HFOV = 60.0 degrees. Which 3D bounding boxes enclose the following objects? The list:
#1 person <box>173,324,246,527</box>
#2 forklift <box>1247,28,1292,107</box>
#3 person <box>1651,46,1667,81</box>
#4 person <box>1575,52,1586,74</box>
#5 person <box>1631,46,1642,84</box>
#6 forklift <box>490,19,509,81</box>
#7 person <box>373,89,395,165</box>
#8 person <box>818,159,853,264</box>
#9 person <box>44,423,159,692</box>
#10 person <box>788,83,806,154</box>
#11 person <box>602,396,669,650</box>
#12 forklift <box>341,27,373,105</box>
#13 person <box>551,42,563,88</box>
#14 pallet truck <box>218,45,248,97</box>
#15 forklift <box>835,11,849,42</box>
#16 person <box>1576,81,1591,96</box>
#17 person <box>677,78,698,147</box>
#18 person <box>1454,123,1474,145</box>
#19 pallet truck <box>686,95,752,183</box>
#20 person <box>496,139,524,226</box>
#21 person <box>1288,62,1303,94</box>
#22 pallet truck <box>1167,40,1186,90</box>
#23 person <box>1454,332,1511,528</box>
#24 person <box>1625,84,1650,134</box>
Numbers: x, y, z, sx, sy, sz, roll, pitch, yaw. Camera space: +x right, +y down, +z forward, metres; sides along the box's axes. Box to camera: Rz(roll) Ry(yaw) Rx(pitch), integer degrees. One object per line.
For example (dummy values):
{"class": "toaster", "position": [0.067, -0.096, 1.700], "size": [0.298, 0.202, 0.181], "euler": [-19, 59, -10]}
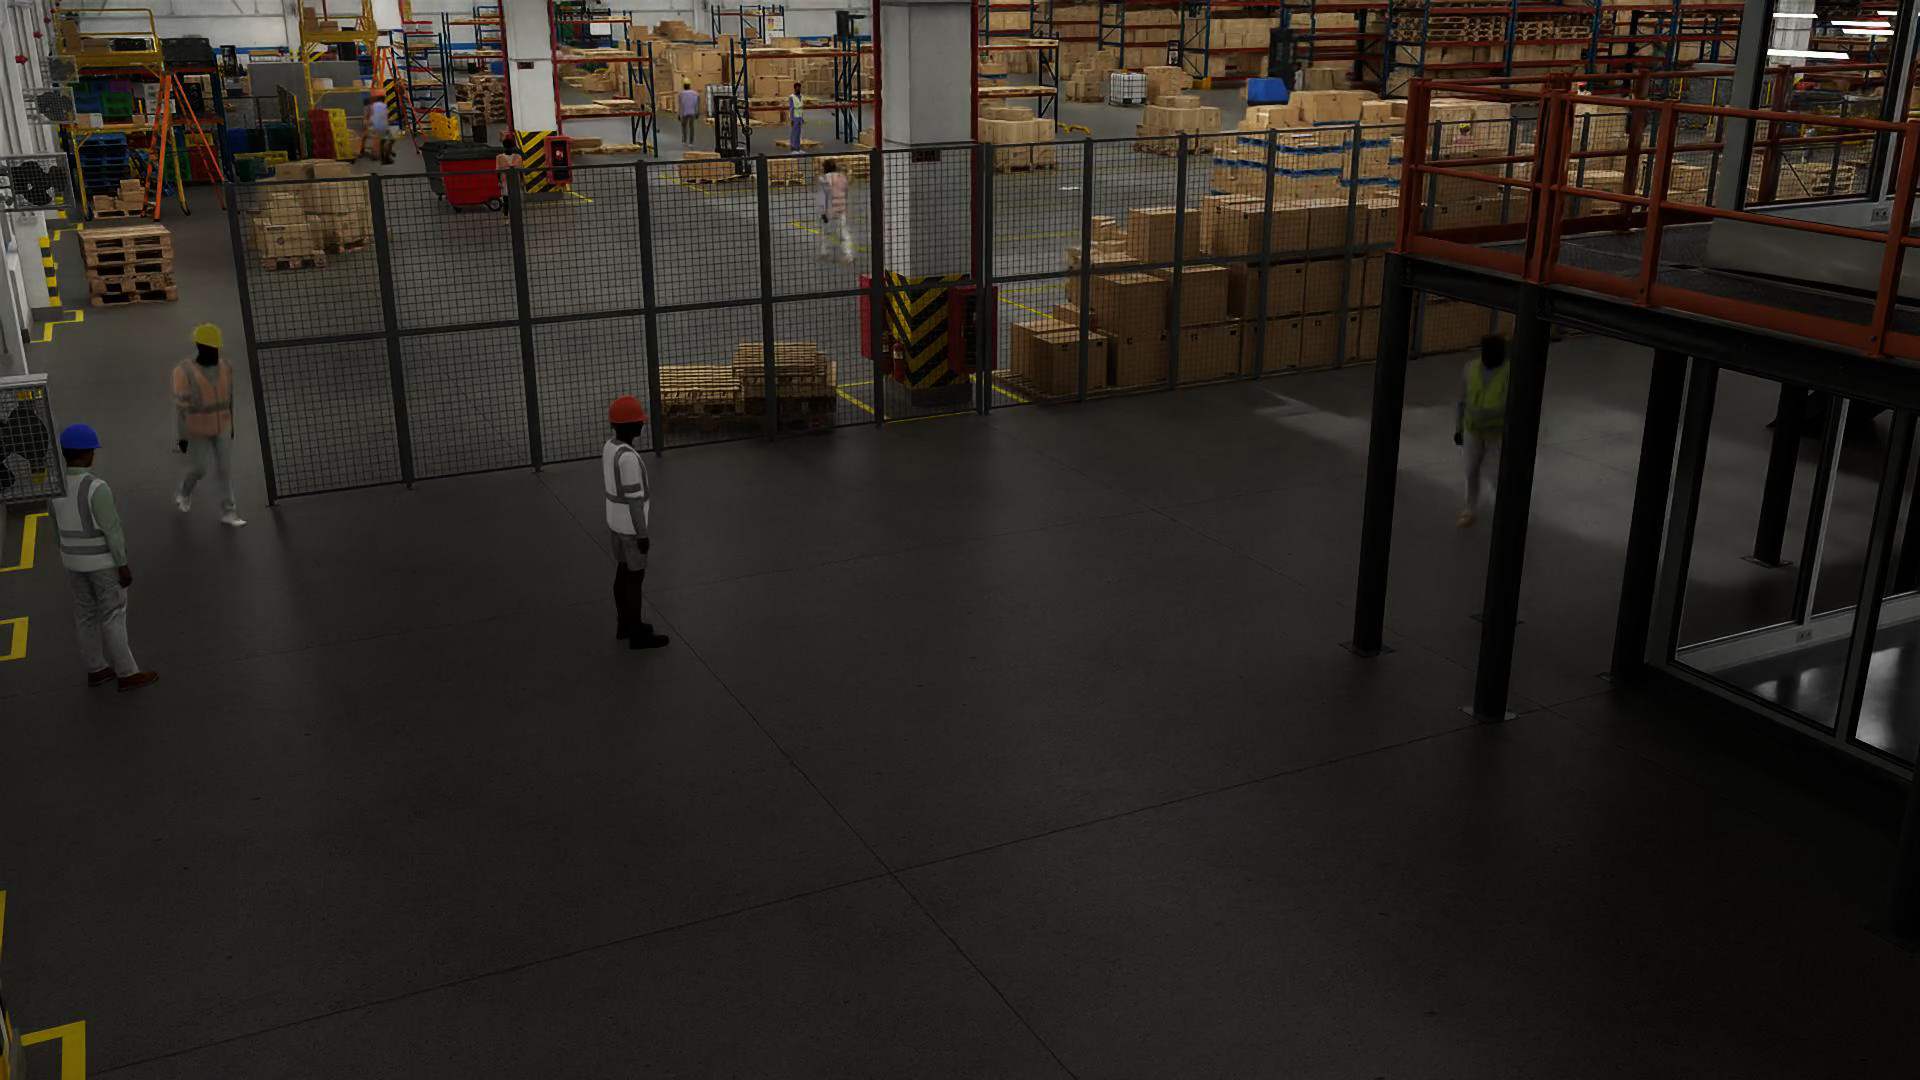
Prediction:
{"class": "person", "position": [-6.951, -1.069, 15.266], "size": [0.740, 1.895, 0.605], "euler": [12, 22, 30]}
{"class": "forklift", "position": [11.487, -17.066, 60.142], "size": [1.873, 2.768, 1.129], "euler": [-9, 21, -25]}
{"class": "person", "position": [31.330, -21.291, 74.345], "size": [0.508, 1.583, 0.872], "euler": [-9, 21, -25]}
{"class": "person", "position": [24.693, -18.518, 66.135], "size": [0.539, 1.698, 0.317], "euler": [13, 23, 32]}
{"class": "person", "position": [27.761, -19.377, 68.434], "size": [0.430, 1.833, 0.633], "euler": [17, 25, 40]}
{"class": "forklift", "position": [-18.941, -20.653, 70.540], "size": [1.129, 2.768, 1.873], "euler": [13, 23, 33]}
{"class": "person", "position": [-14.962, -10.733, 43.234], "size": [0.564, 1.915, 0.502], "euler": [14, 24, 35]}
{"class": "person", "position": [-2.188, -5.705, 28.917], "size": [0.628, 1.777, 0.995], "euler": [-12, 22, -31]}
{"class": "person", "position": [-6.083, 0.132, 11.703], "size": [0.602, 1.943, 0.393], "euler": [8, 20, 21]}
{"class": "person", "position": [-4.498, -11.590, 45.728], "size": [0.391, 1.914, 0.587], "euler": [9, 21, 25]}
{"class": "person", "position": [-2.462, -0.134, 12.483], "size": [0.358, 1.938, 0.542], "euler": [-11, 22, -29]}
{"class": "forklift", "position": [-22.275, -17.346, 60.954], "size": [1.873, 2.768, 1.129], "euler": [-9, 21, -25]}
{"class": "person", "position": [-17.134, -20.113, 70.491], "size": [0.635, 1.877, 0.785], "euler": [2, 19, 5]}
{"class": "pallet truck", "position": [-28.879, -18.665, 66.111], "size": [0.823, 1.965, 1.885], "euler": [-3, 19, -9]}
{"class": "forklift", "position": [-5.880, -25.018, 83.192], "size": [1.873, 2.768, 1.129], "euler": [-9, 21, -25]}
{"class": "person", "position": [17.553, -12.095, 47.155], "size": [0.544, 1.939, 0.354], "euler": [13, 23, 33]}
{"class": "person", "position": [-7.817, -12.248, 47.658], "size": [0.618, 1.888, 0.898], "euler": [-7, 20, -19]}
{"class": "person", "position": [10.889, -8.200, 36.123], "size": [0.533, 1.768, 0.310], "euler": [-8, 21, -22]}
{"class": "pallet truck", "position": [-5.836, -9.608, 39.856], "size": [0.823, 1.965, 1.885], "euler": [10, 22, 27]}
{"class": "person", "position": [-8.950, -7.126, 33.114], "size": [0.533, 1.697, 0.318], "euler": [-8, 20, -21]}
{"class": "person", "position": [11.566, -15.501, 57.211], "size": [0.982, 1.819, 0.542], "euler": [9, 21, 24]}
{"class": "pallet truck", "position": [9.045, -19.971, 69.895], "size": [0.823, 1.965, 1.885], "euler": [-3, 19, -8]}
{"class": "person", "position": [4.810, -1.003, 15.172], "size": [0.644, 1.824, 0.454], "euler": [16, 24, 38]}
{"class": "person", "position": [18.114, -11.283, 44.645], "size": [0.692, 2.000, 0.672], "euler": [2, 19, 6]}
